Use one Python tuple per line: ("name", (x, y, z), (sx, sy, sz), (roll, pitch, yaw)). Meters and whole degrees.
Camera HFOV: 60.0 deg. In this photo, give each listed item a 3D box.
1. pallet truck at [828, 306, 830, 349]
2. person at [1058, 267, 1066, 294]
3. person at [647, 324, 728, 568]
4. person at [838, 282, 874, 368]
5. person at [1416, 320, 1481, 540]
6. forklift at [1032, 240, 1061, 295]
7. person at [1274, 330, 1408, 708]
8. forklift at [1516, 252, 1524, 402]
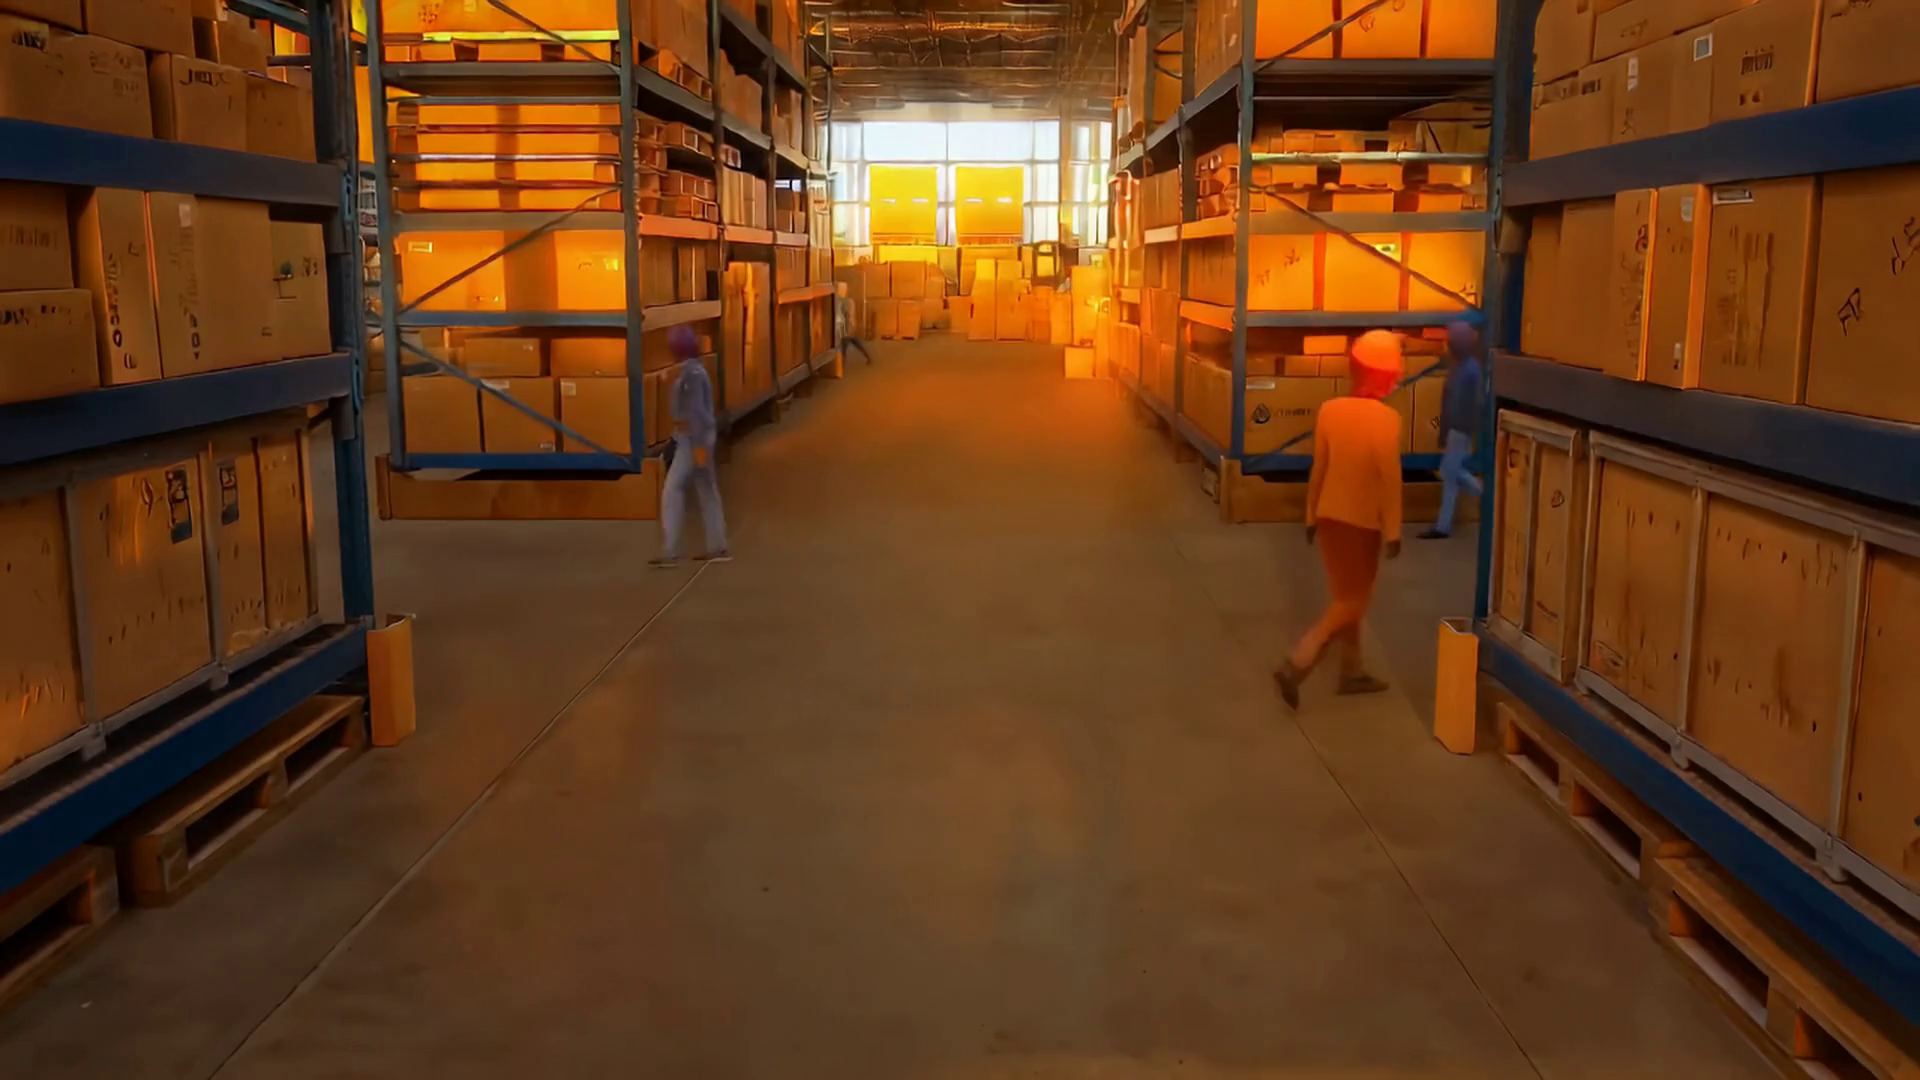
("pallet truck", (-3.100, -3.940, 29.800), (1.885, 1.965, 0.823), (3, 10, 19))
("person", (4.066, -10.396, 68.836), (0.848, 1.879, 0.568), (-4, 10, -21))
("person", (-1.861, -0.622, 11.080), (0.666, 1.616, 0.536), (-1, 10, -9))
("person", (-2.064, -4.127, 31.924), (0.774, 1.662, 0.538), (-1, 10, -9))
("person", (3.688, -0.793, 12.077), (0.633, 1.612, 0.497), (0, 9, 3))
("forklift", (3.172, -9.648, 61.356), (1.129, 2.768, 1.873), (0, 9, 1))
("person", (1.721, -0.091, 7.527), (0.743, 1.727, 0.541), (-5, 11, -26))
("forklift", (7.973, -3.351, 23.633), (1.873, 2.768, 1.129), (2, 10, 9))
